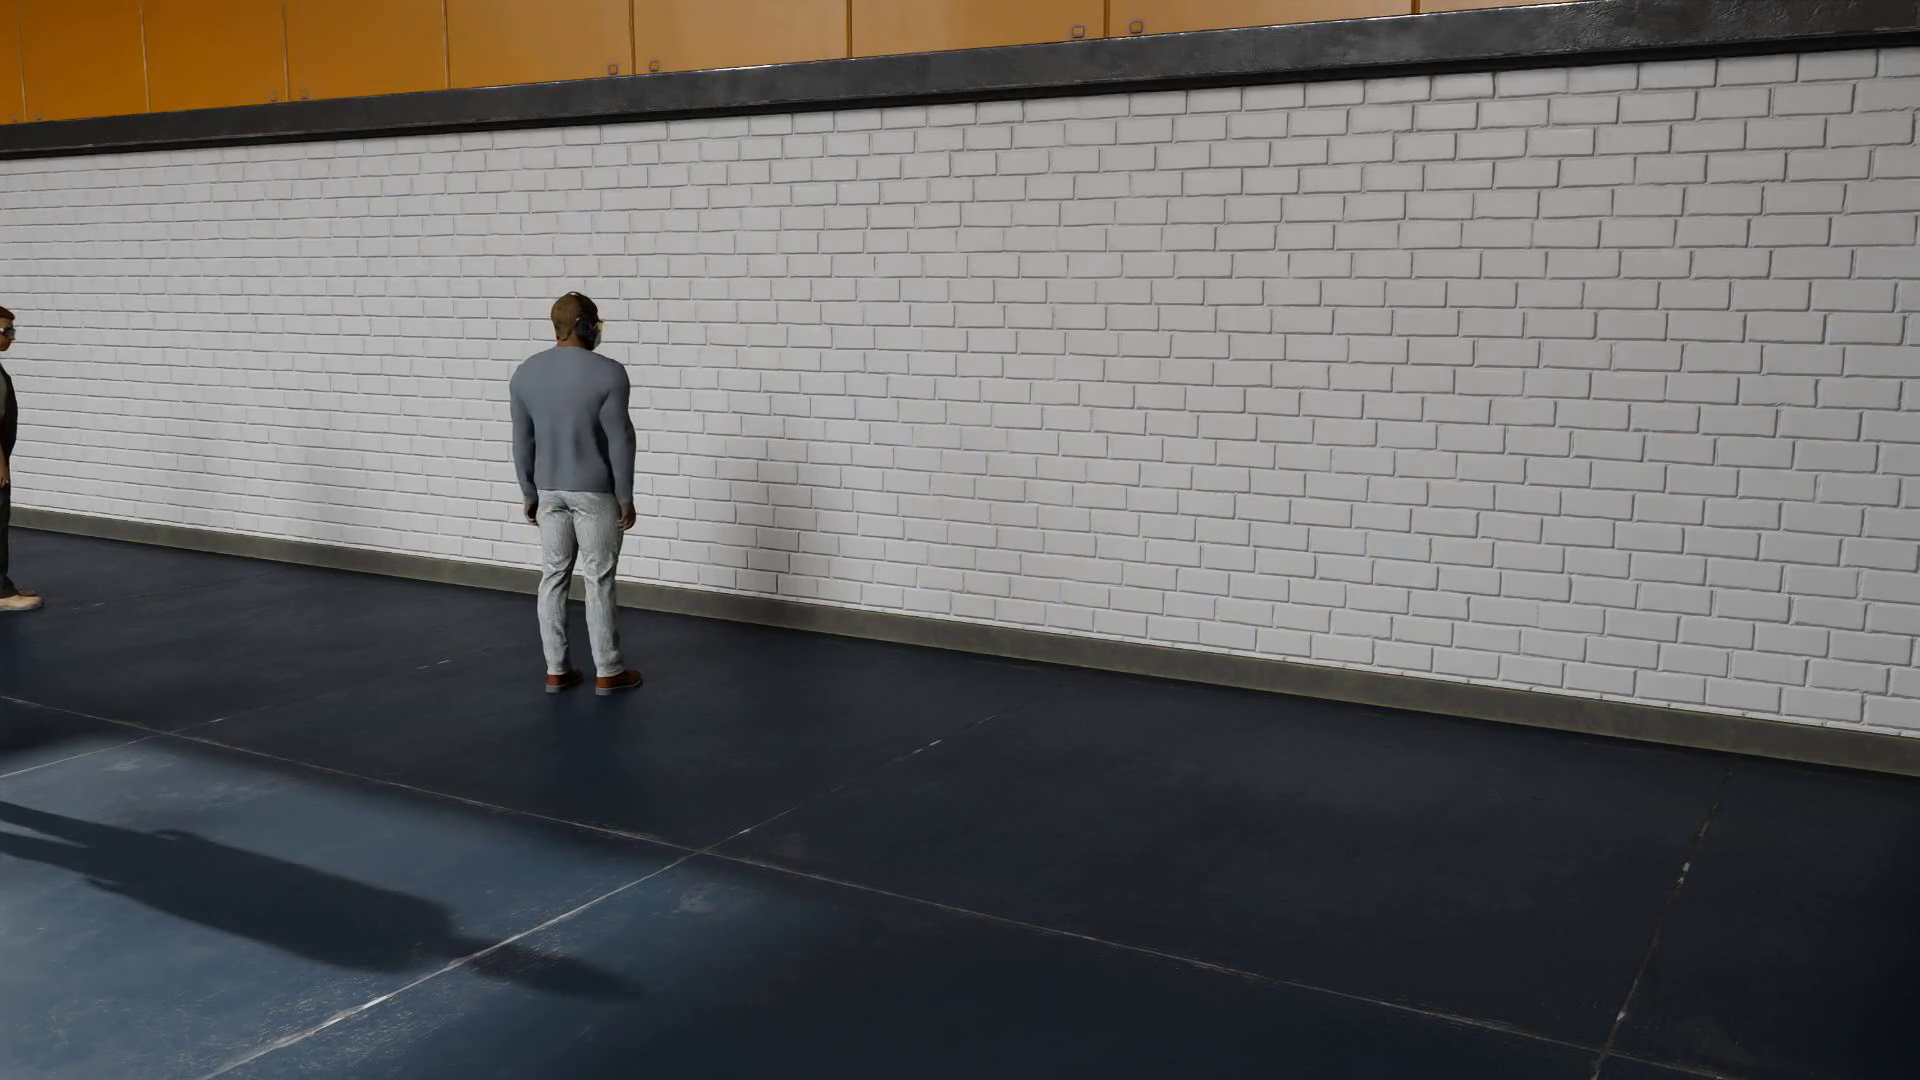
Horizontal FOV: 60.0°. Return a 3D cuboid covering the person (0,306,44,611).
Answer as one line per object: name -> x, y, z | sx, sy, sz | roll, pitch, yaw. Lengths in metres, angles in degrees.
person -> -5.811, -0.493, 10.028 | 0.350, 1.839, 0.506 | -6, 11, -32

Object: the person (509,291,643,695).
person -> -1.841, -0.216, 7.999 | 0.629, 1.937, 0.379 | 3, 10, 18
